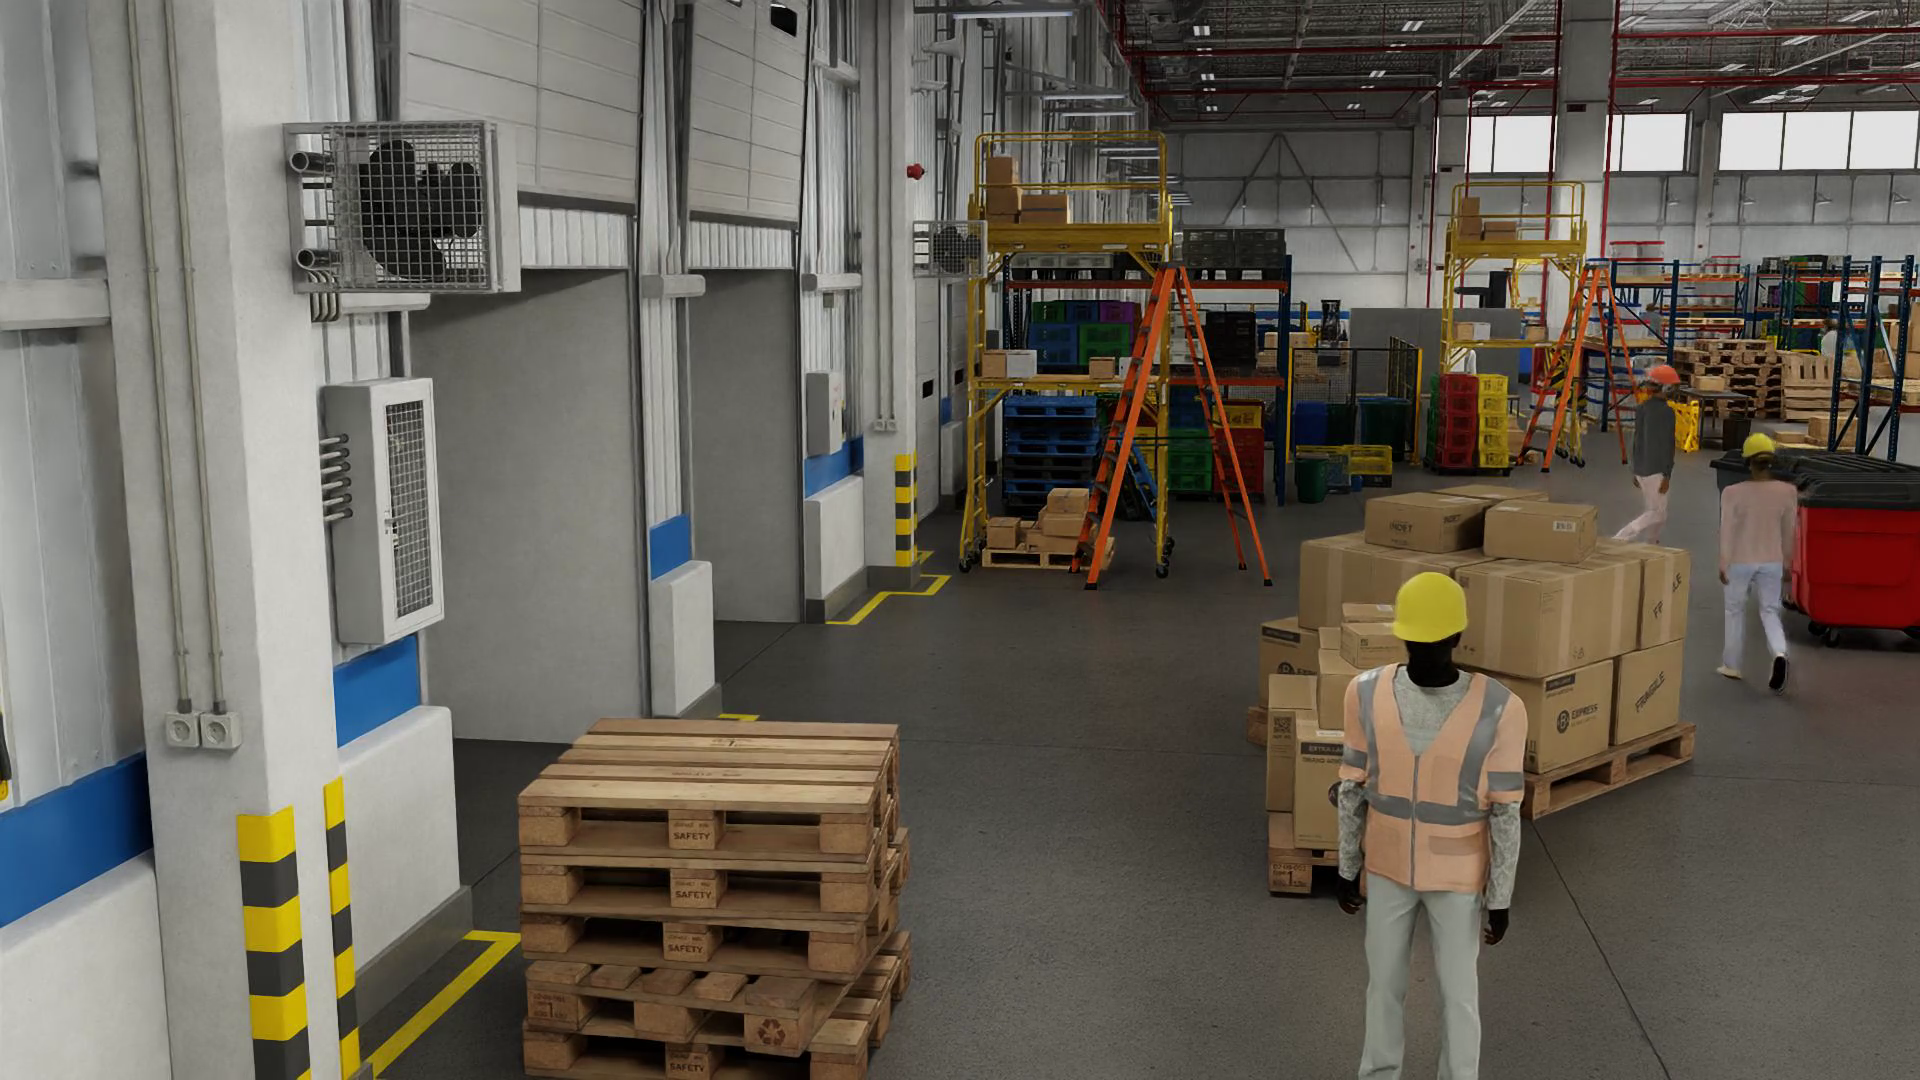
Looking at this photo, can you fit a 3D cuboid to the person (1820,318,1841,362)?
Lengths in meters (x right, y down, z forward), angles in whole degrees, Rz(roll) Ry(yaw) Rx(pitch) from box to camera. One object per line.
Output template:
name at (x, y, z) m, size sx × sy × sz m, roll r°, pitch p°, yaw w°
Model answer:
person at (17.659, -3.541, 33.648) m, size 0.635 × 1.896 × 0.818 m, roll -6°, pitch 11°, yaw -32°

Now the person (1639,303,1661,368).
person at (20.001, -5.931, 48.307) m, size 0.636 × 1.921 × 0.715 m, roll 5°, pitch 11°, yaw 29°

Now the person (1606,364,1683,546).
person at (6.441, -0.660, 15.628) m, size 0.747 × 1.979 × 0.629 m, roll -1°, pitch 9°, yaw -5°

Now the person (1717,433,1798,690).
person at (5.446, 0.146, 11.356) m, size 0.531 × 1.748 × 0.722 m, roll 1°, pitch 9°, yaw 7°

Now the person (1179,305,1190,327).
person at (5.967, -5.295, 44.363) m, size 0.387 × 1.929 × 0.548 m, roll 2°, pitch 9°, yaw 13°

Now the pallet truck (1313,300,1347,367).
pallet truck at (11.159, -6.200, 49.718) m, size 0.823 × 1.965 × 1.885 m, roll 4°, pitch 10°, yaw 26°

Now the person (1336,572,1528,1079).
person at (1.477, 1.042, 5.293) m, size 0.586 × 1.920 × 0.398 m, roll 6°, pitch 11°, yaw 32°

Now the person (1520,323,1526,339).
person at (15.711, -5.579, 46.992) m, size 0.525 × 1.639 × 0.307 m, roll 4°, pitch 10°, yaw 25°

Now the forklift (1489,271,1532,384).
forklift at (13.422, -5.322, 41.591) m, size 1.873 × 2.768 × 1.129 m, roll 1°, pitch 9°, yaw 9°

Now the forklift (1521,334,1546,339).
forklift at (16.283, -5.891, 45.099) m, size 1.873 × 2.768 × 1.129 m, roll 6°, pitch 11°, yaw 32°

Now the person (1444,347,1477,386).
person at (8.114, -2.472, 27.080) m, size 0.572 × 1.884 × 0.356 m, roll 5°, pitch 11°, yaw 30°
